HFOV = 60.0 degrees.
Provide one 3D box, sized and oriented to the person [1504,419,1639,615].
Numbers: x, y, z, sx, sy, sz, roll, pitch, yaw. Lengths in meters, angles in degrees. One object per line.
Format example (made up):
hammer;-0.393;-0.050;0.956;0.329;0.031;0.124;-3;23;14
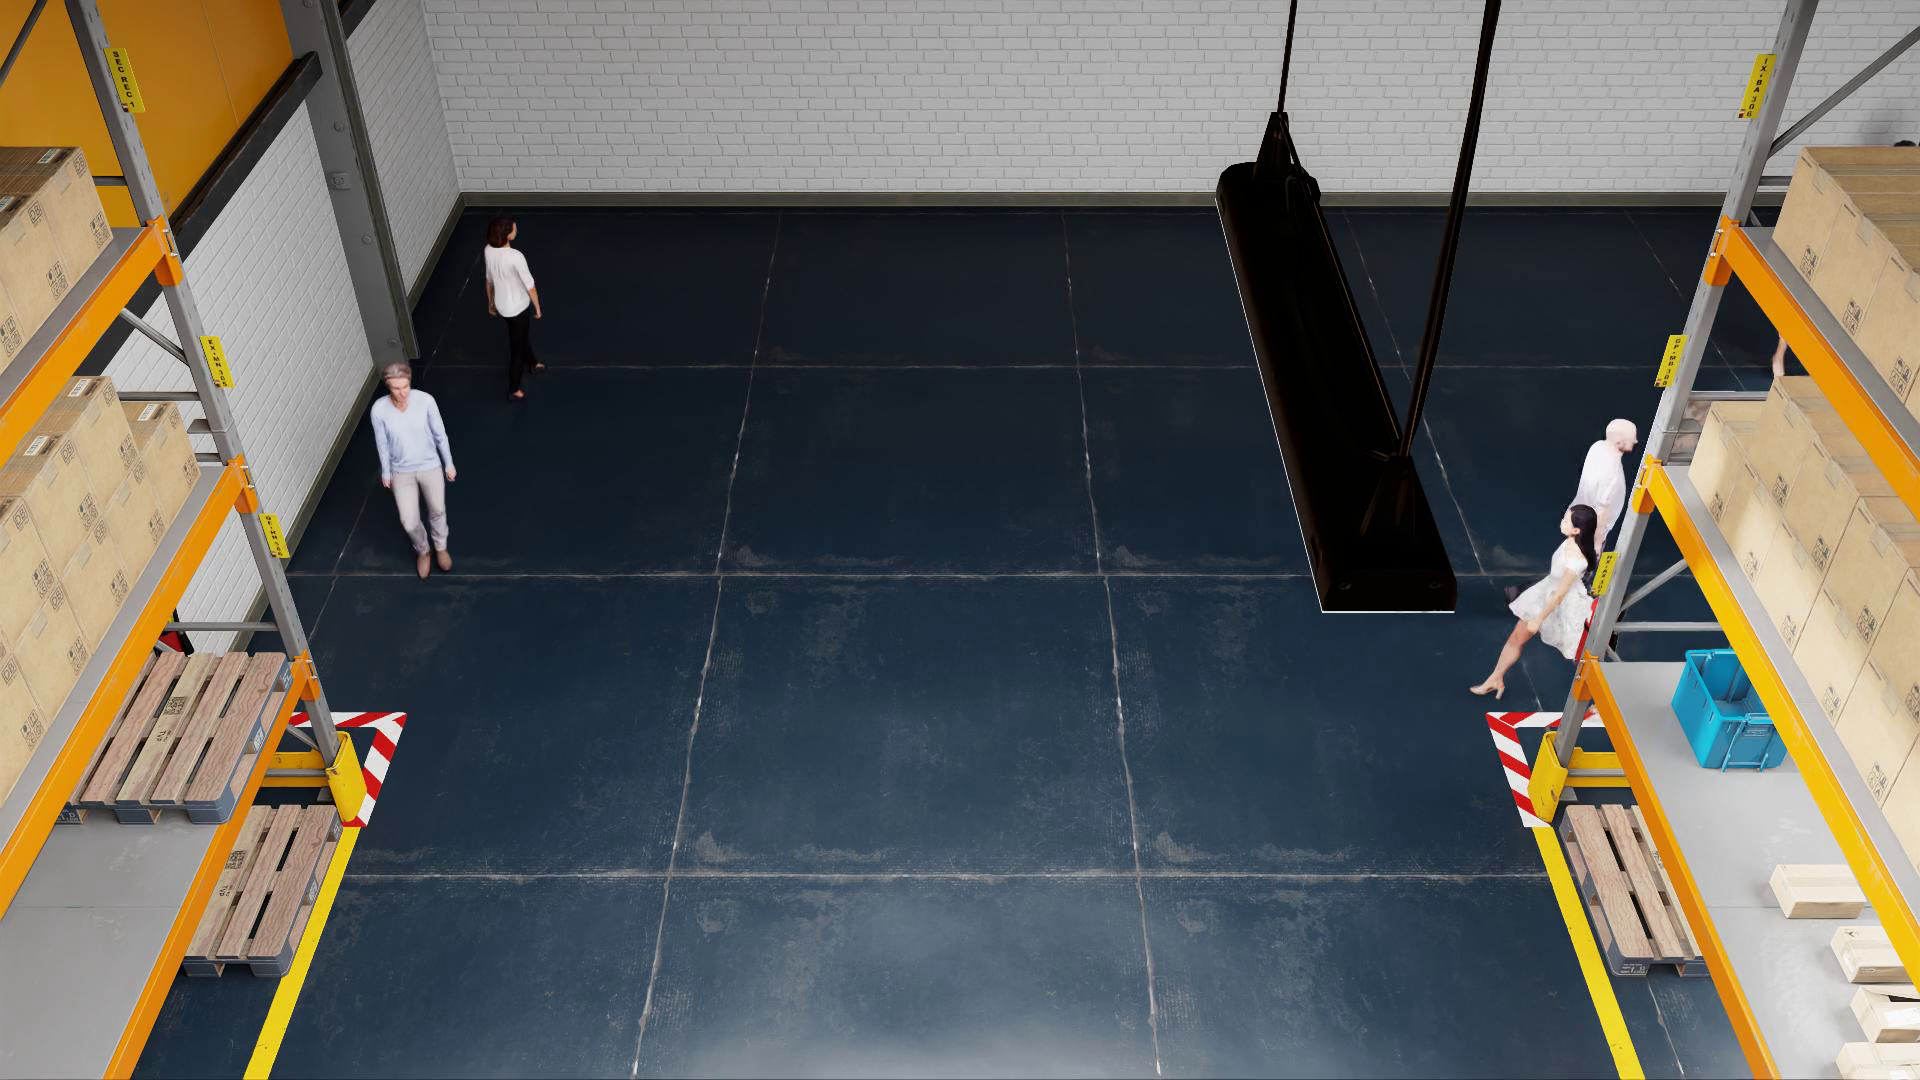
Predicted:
person;4.455;-0.111;12.014;0.855;1.809;1.040;7;39;9

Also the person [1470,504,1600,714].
person;4.161;0.542;11.267;0.838;1.720;1.211;8;39;10

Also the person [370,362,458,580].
person;-4.120;-0.583;12.552;0.803;1.876;0.807;-15;41;-18

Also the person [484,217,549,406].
person;-3.901;-1.917;14.310;0.862;1.766;1.004;17;42;20
